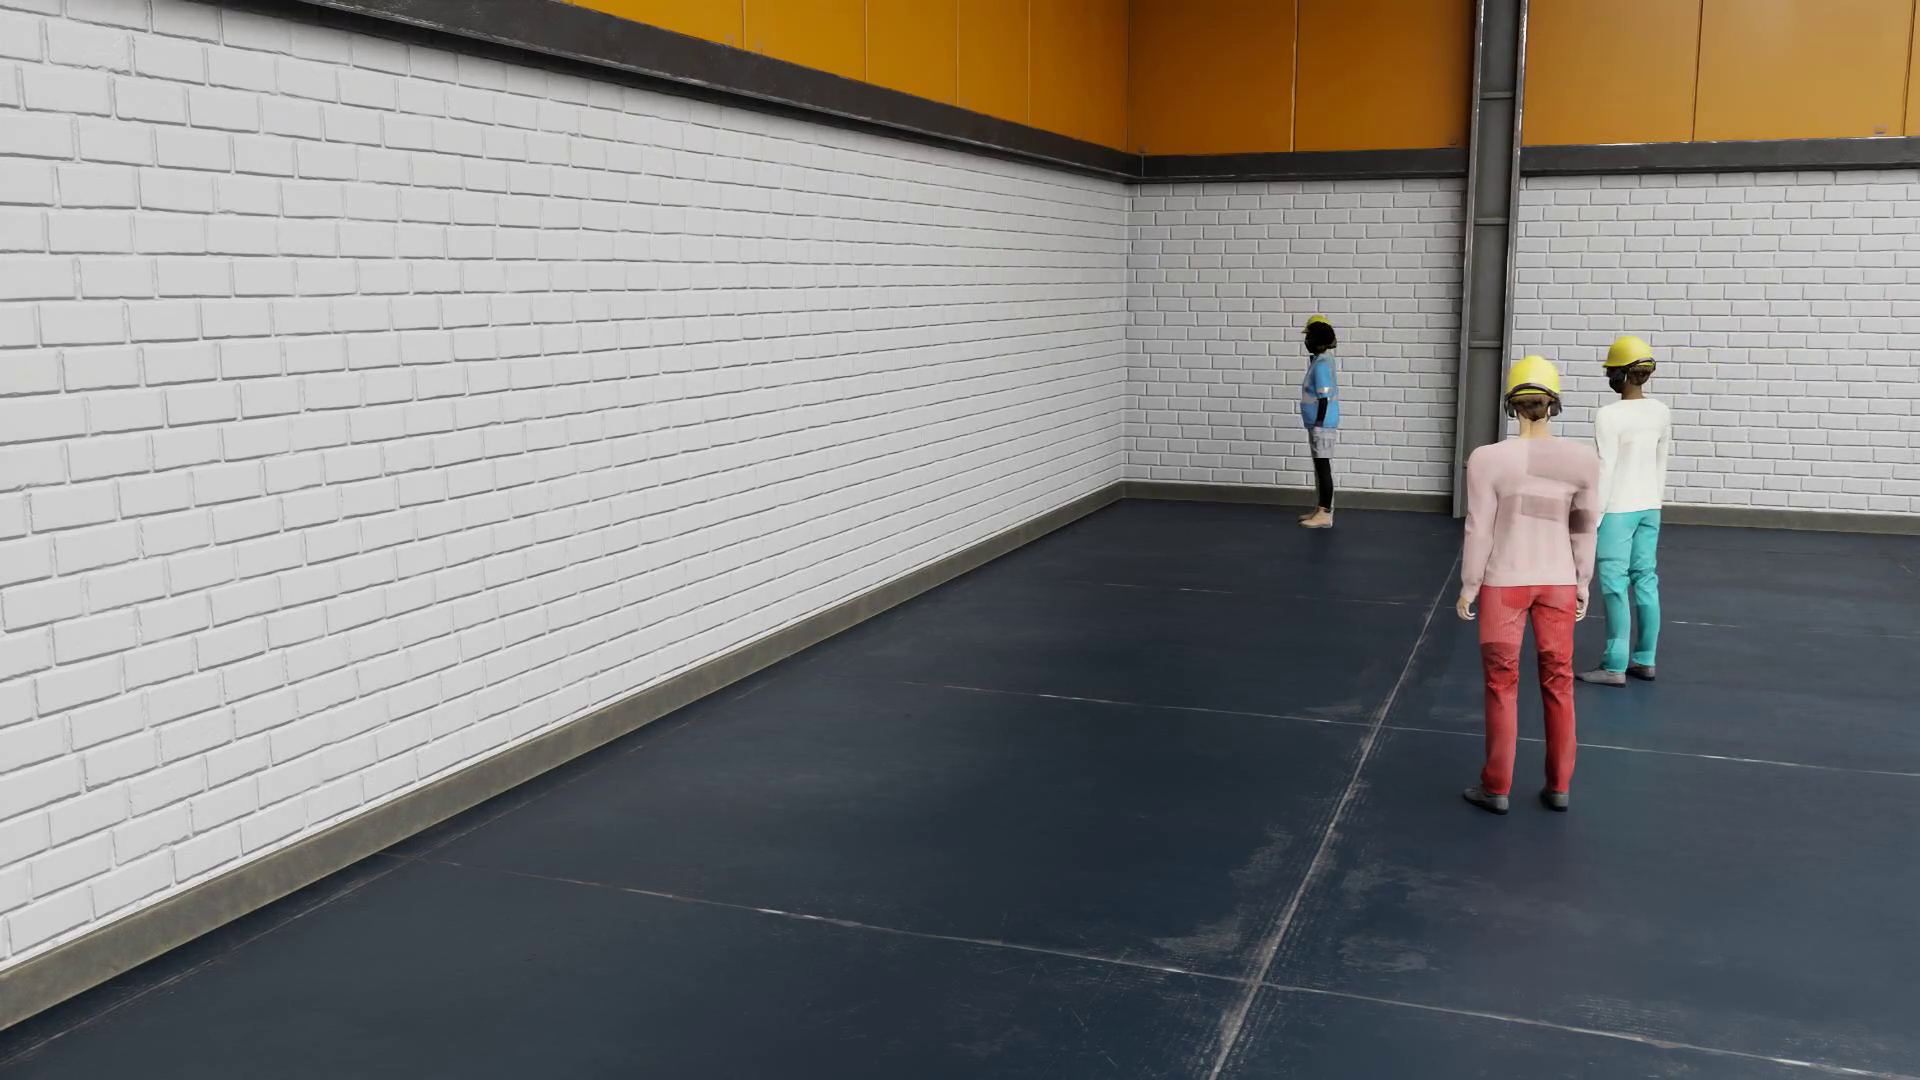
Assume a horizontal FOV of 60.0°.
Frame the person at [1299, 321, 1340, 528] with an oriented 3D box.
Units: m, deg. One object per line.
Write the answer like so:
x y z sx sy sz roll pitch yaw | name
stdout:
2.954 -0.943 13.660 0.319 1.696 0.550 2 9 13 | person

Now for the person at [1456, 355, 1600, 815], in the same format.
2.176 0.177 6.414 0.532 1.765 0.323 -1 9 -5 | person

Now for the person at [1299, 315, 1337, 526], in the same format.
2.952 -0.980 13.741 0.323 1.742 0.492 3 9 16 | person

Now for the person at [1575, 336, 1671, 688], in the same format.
3.348 -0.143 8.414 0.531 1.767 0.328 -5 10 -30 | person
